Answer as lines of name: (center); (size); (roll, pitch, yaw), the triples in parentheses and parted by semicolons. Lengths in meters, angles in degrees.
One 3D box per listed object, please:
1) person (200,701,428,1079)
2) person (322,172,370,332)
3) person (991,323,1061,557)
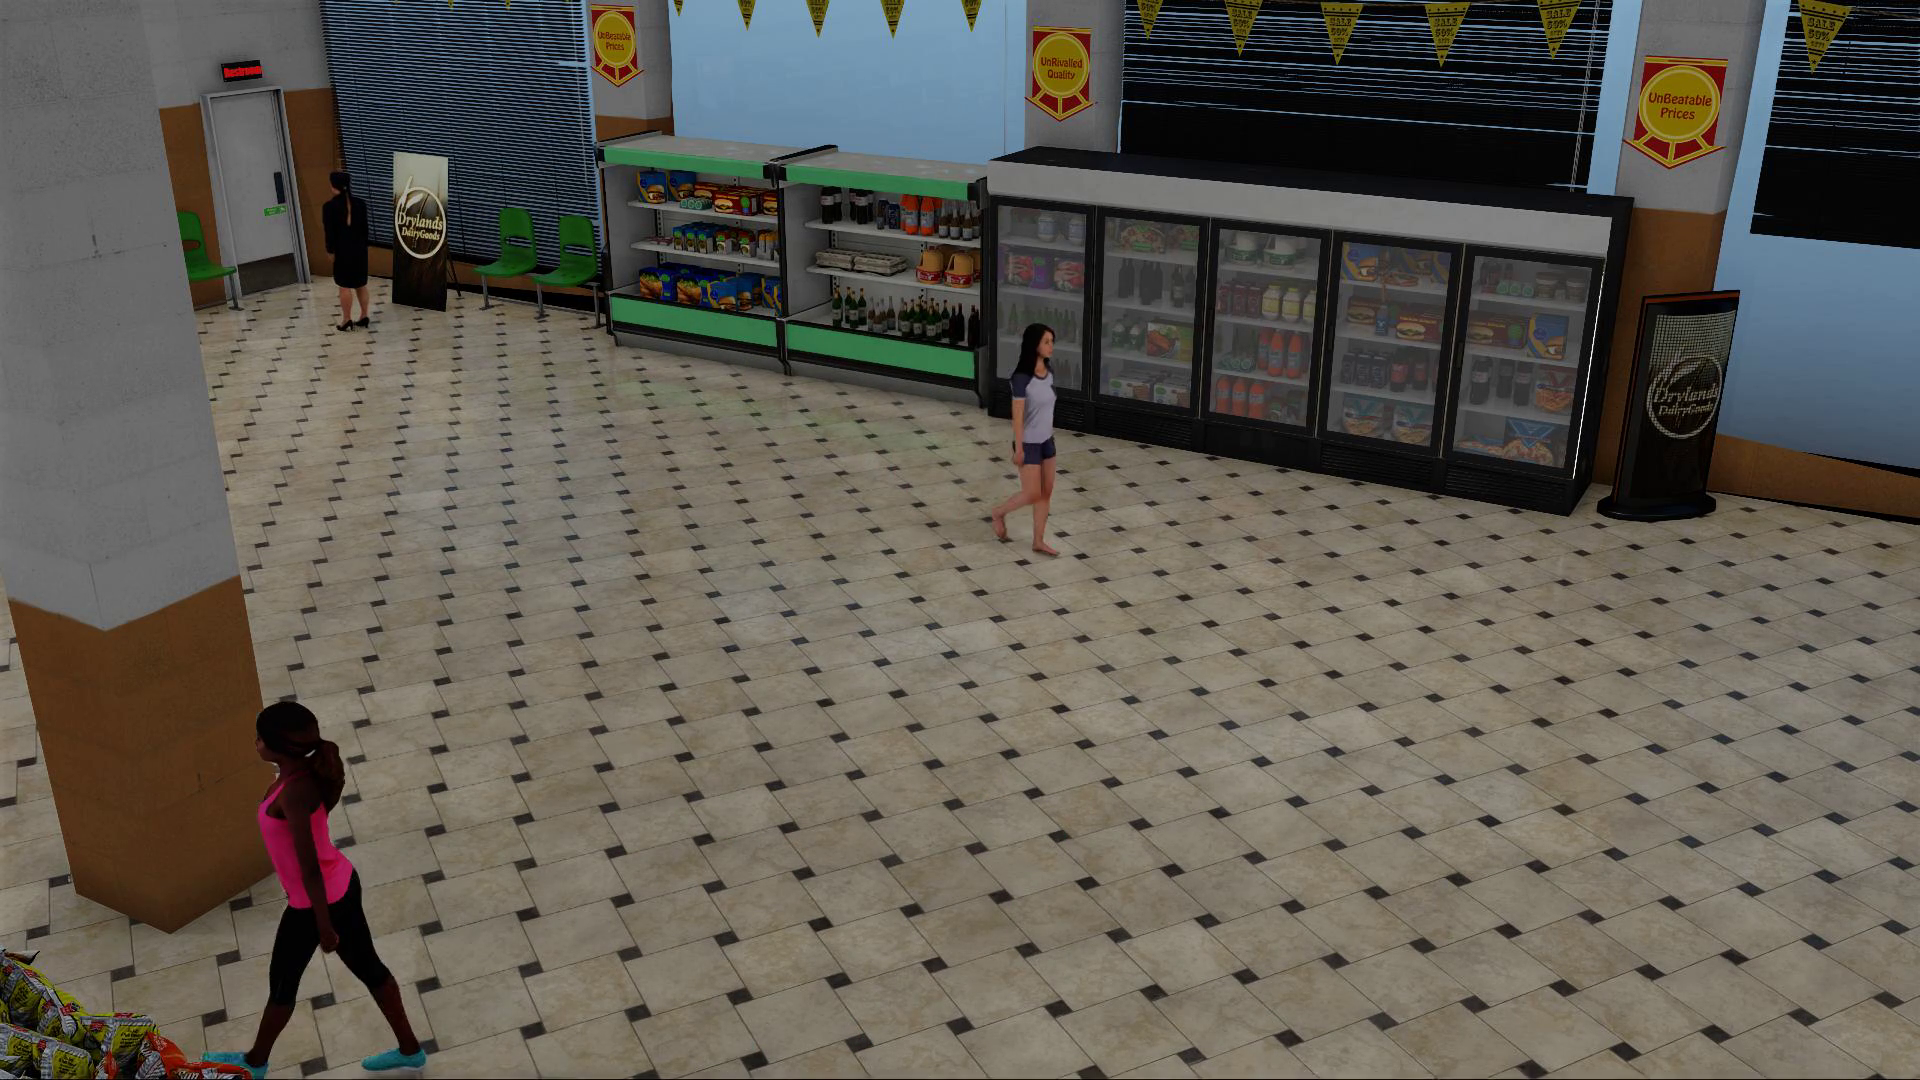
person: (-2.407, 1.422, 6.525); (1.143, 1.676, 0.977); (-2, 22, -5)
person: (-6.496, -3.062, 17.691); (0.633, 1.671, 0.713); (14, 26, 31)
person: (0.467, -0.713, 11.810); (0.795, 1.697, 0.663); (16, 27, 34)
